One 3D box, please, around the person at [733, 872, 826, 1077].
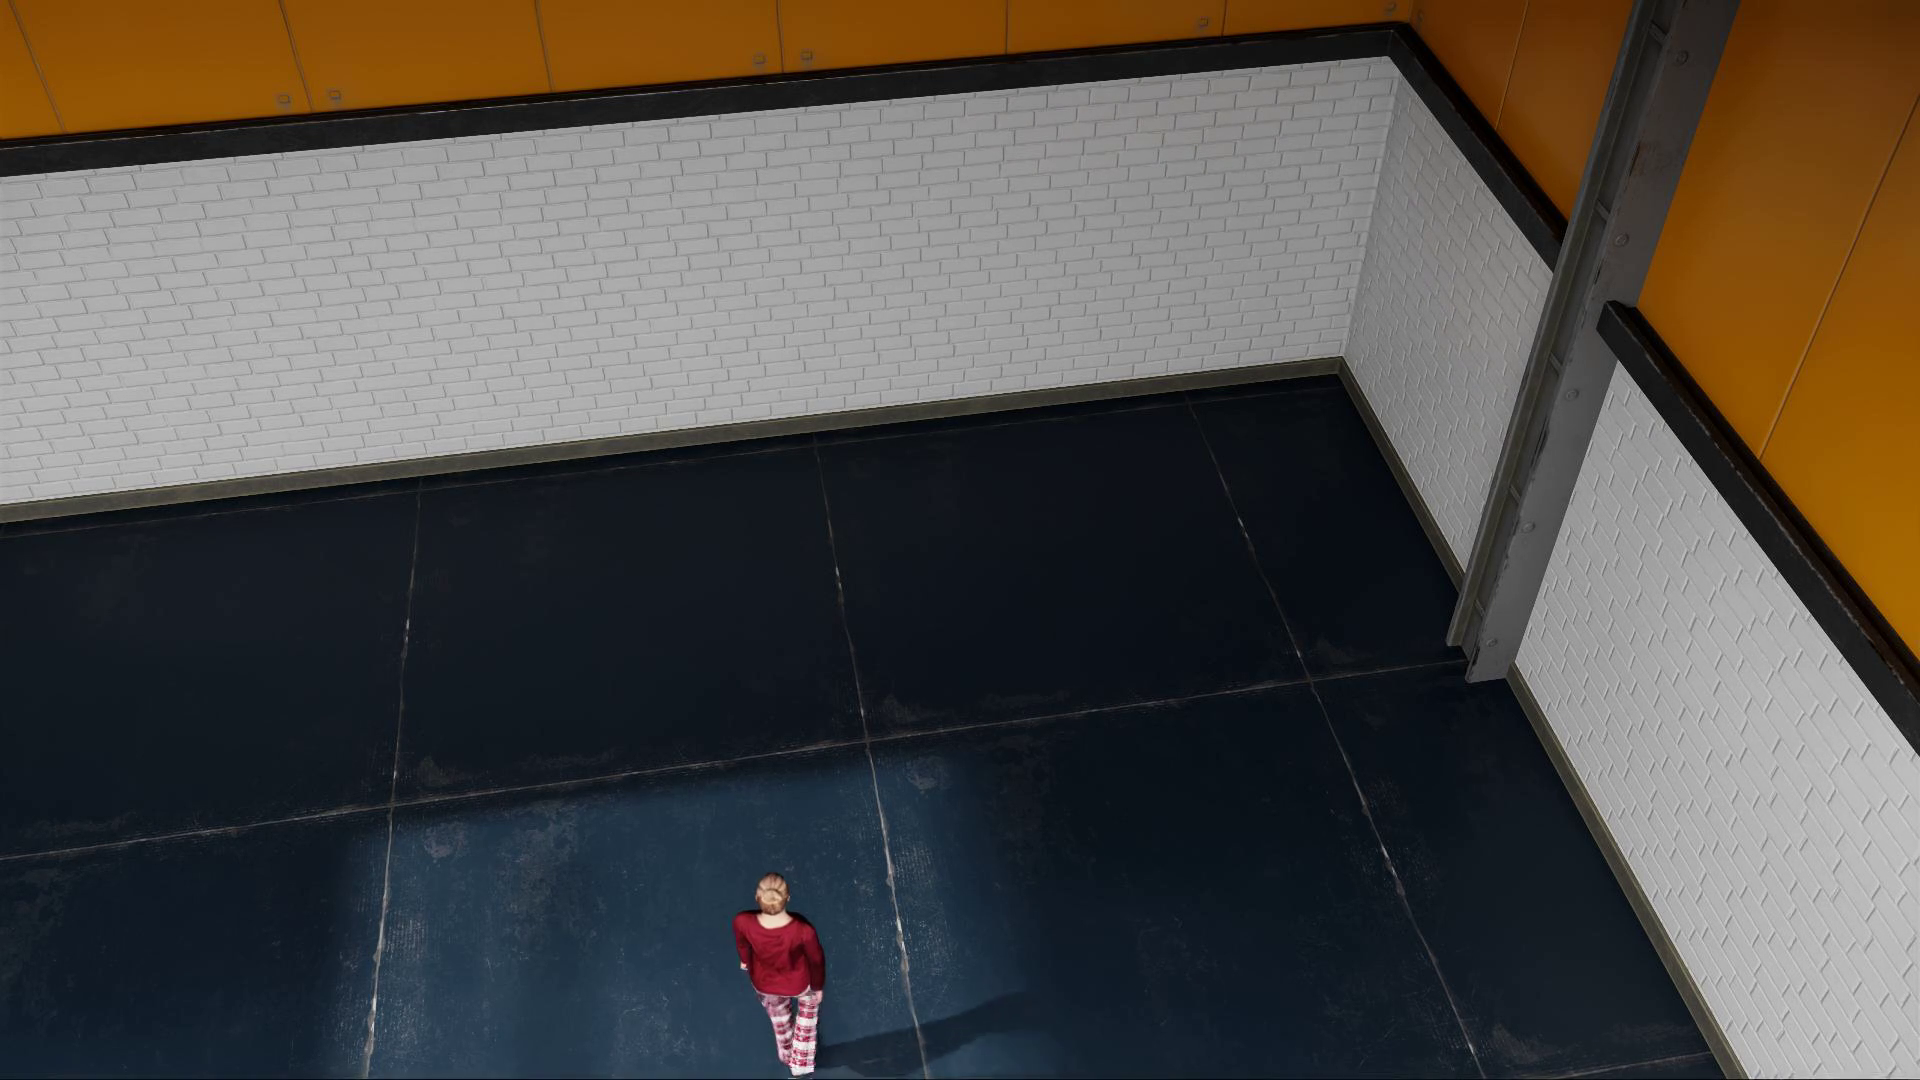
[{"bbox_3d":[-0.918,2.282,8.529,0.699,1.690,0.726,2,44,3],"label":"person"}]
